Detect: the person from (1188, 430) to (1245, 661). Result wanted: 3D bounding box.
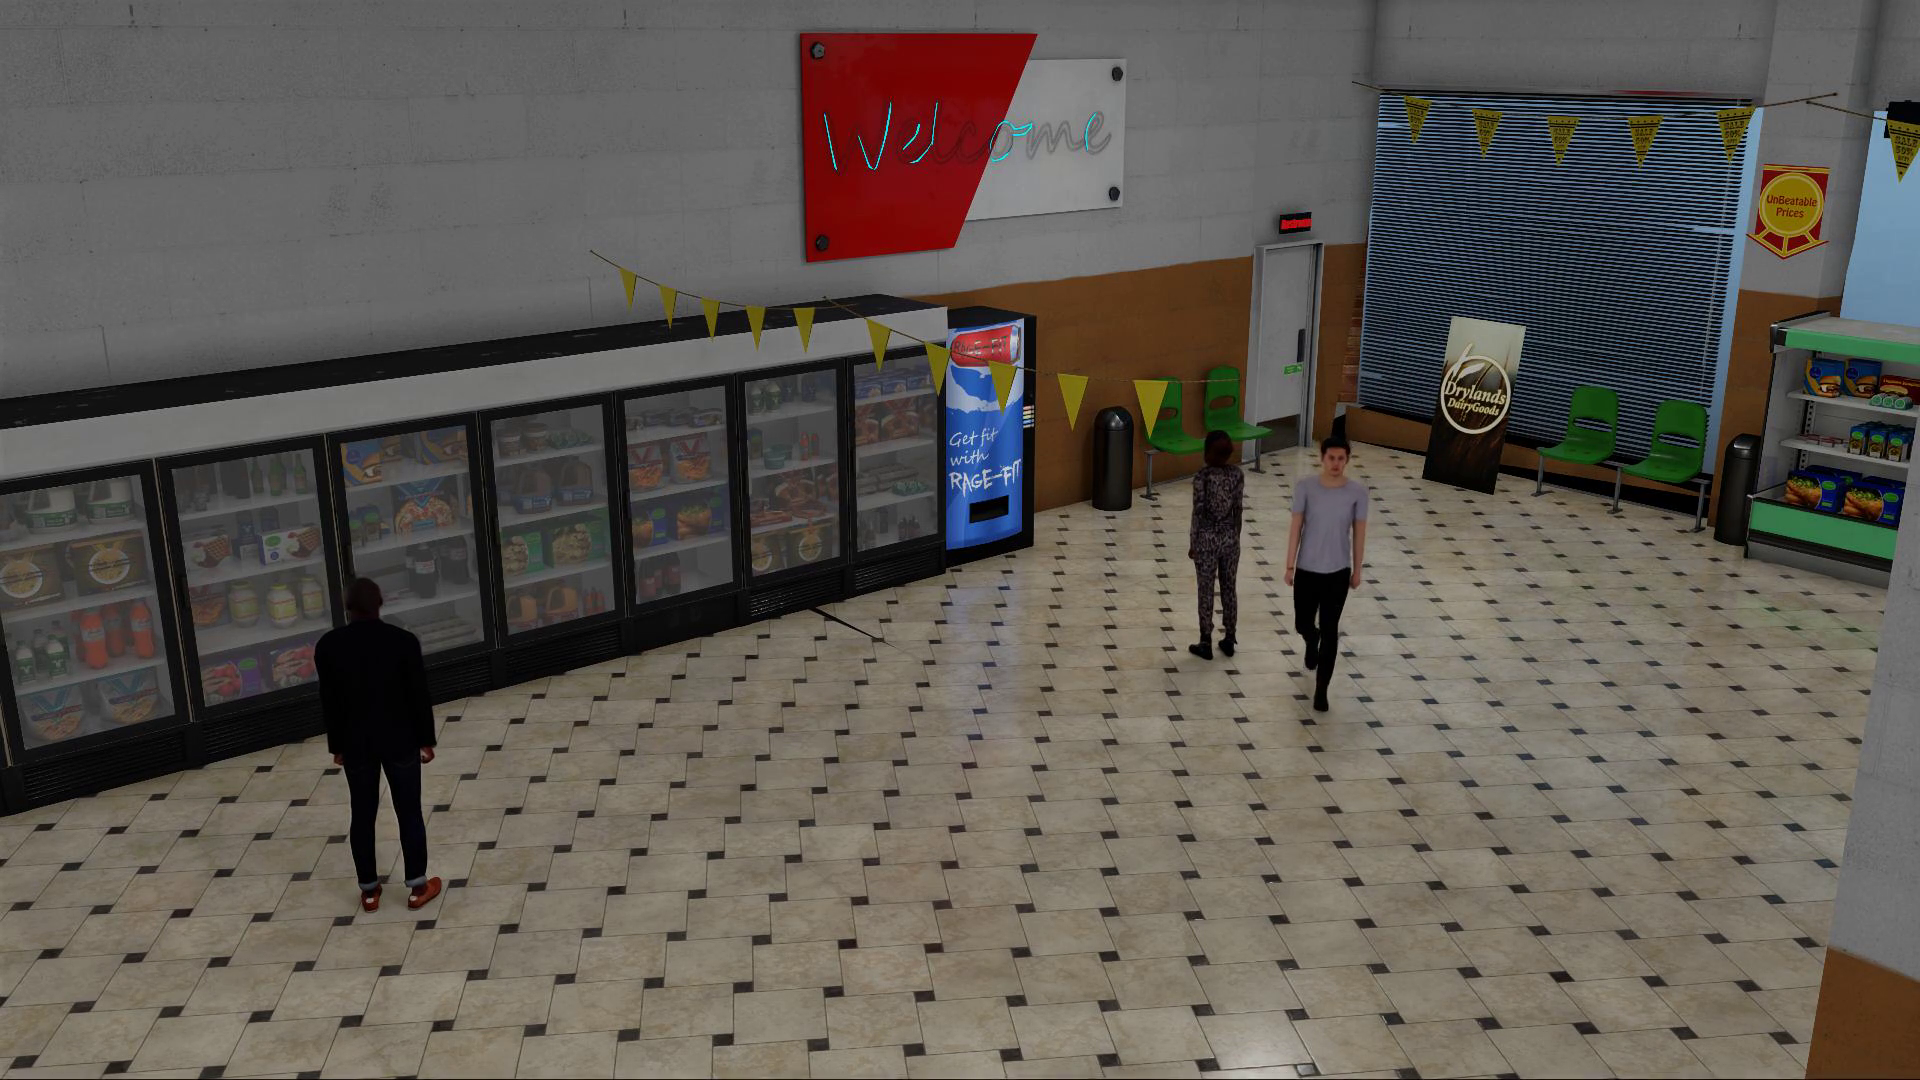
[{"bbox_3d":[1.875,0.027,12.172,0.644,1.714,0.644,-6,18,-18],"label":"person"}]

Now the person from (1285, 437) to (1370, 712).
[{"bbox_3d":[2.496,0.193,11.412,1.123,1.839,1.066,5,18,17],"label":"person"}]

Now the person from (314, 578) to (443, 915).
[{"bbox_3d":[-3.006,1.058,8.601,0.788,1.816,0.803,-2,17,-5],"label":"person"}]
